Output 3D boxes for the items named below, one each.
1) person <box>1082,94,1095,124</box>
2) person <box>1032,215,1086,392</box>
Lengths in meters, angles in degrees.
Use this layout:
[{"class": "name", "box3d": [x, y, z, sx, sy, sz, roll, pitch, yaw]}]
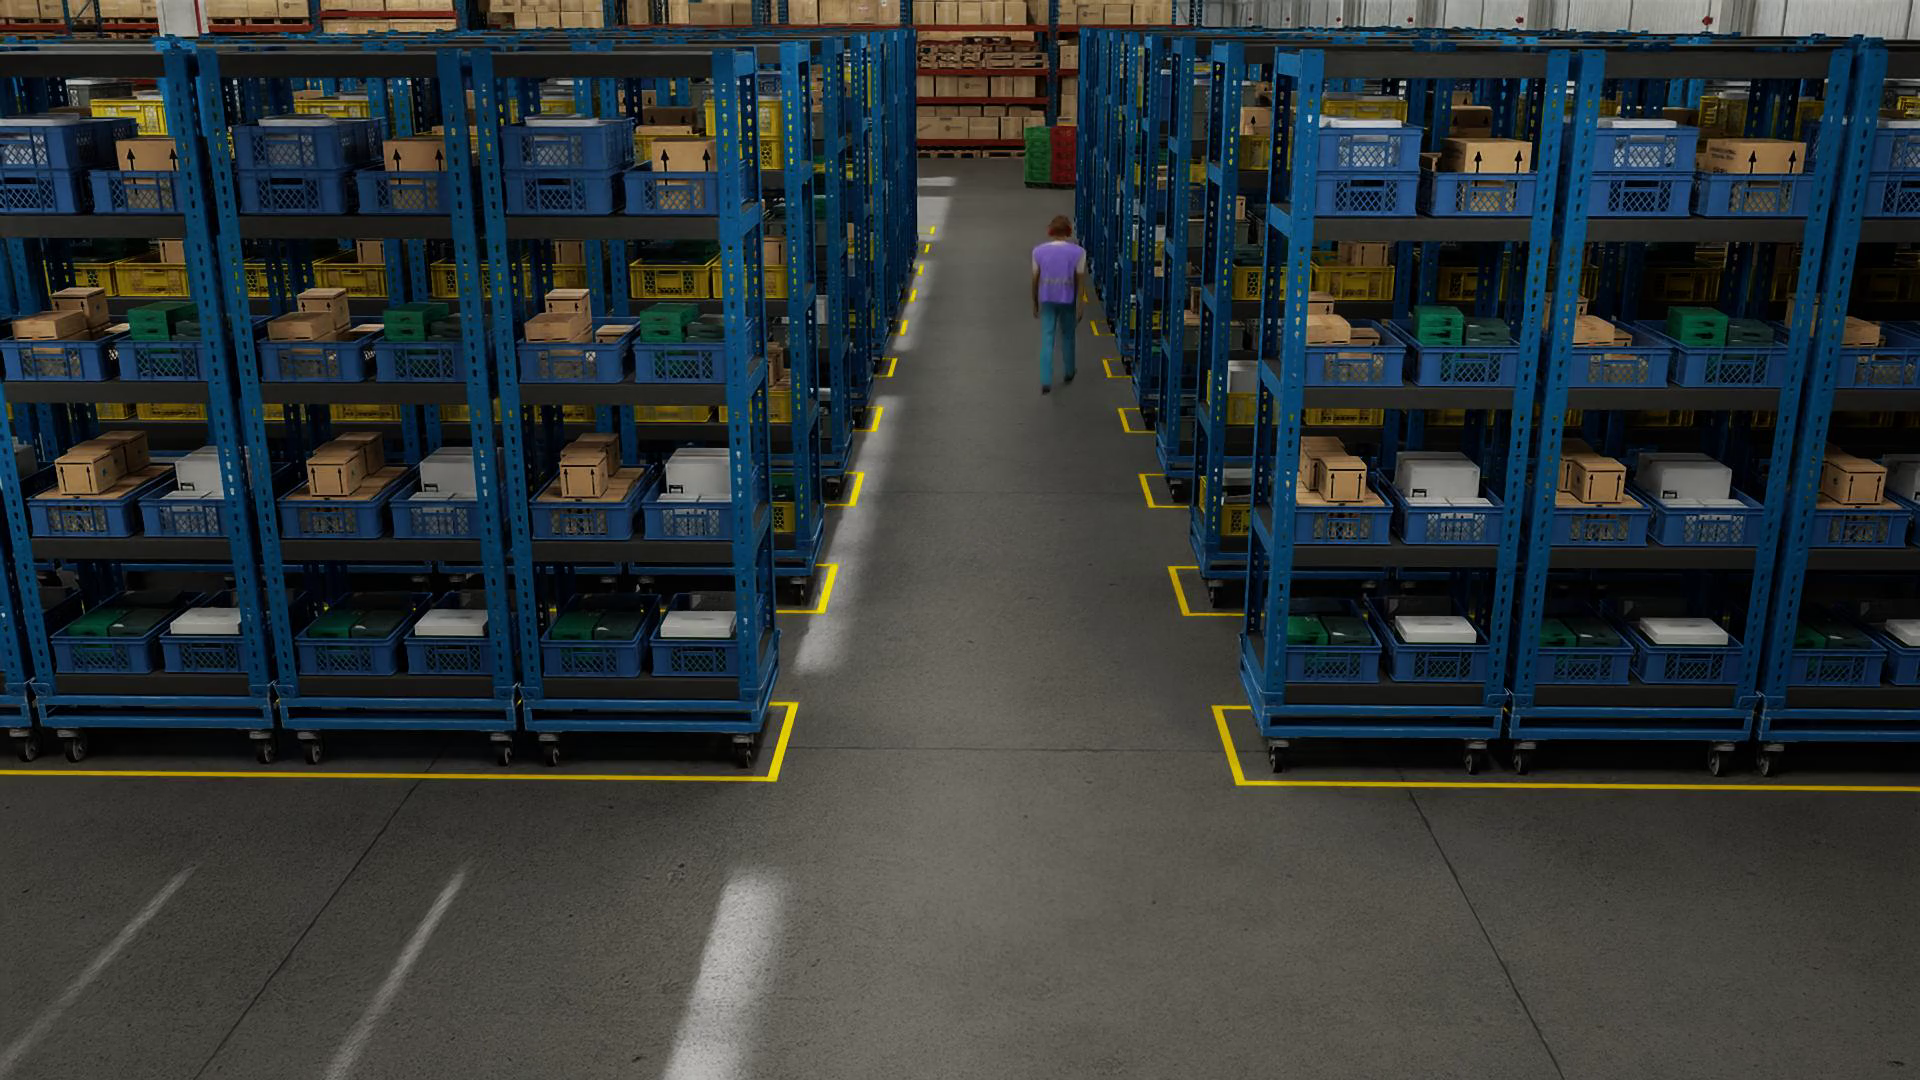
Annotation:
[{"class": "person", "box3d": [3.332, -10.480, 42.523, 0.607, 1.987, 0.413, -2, 18, -7]}, {"class": "person", "box3d": [1.018, -2.463, 17.297, 0.576, 1.787, 1.005, 3, 18, 10]}]
